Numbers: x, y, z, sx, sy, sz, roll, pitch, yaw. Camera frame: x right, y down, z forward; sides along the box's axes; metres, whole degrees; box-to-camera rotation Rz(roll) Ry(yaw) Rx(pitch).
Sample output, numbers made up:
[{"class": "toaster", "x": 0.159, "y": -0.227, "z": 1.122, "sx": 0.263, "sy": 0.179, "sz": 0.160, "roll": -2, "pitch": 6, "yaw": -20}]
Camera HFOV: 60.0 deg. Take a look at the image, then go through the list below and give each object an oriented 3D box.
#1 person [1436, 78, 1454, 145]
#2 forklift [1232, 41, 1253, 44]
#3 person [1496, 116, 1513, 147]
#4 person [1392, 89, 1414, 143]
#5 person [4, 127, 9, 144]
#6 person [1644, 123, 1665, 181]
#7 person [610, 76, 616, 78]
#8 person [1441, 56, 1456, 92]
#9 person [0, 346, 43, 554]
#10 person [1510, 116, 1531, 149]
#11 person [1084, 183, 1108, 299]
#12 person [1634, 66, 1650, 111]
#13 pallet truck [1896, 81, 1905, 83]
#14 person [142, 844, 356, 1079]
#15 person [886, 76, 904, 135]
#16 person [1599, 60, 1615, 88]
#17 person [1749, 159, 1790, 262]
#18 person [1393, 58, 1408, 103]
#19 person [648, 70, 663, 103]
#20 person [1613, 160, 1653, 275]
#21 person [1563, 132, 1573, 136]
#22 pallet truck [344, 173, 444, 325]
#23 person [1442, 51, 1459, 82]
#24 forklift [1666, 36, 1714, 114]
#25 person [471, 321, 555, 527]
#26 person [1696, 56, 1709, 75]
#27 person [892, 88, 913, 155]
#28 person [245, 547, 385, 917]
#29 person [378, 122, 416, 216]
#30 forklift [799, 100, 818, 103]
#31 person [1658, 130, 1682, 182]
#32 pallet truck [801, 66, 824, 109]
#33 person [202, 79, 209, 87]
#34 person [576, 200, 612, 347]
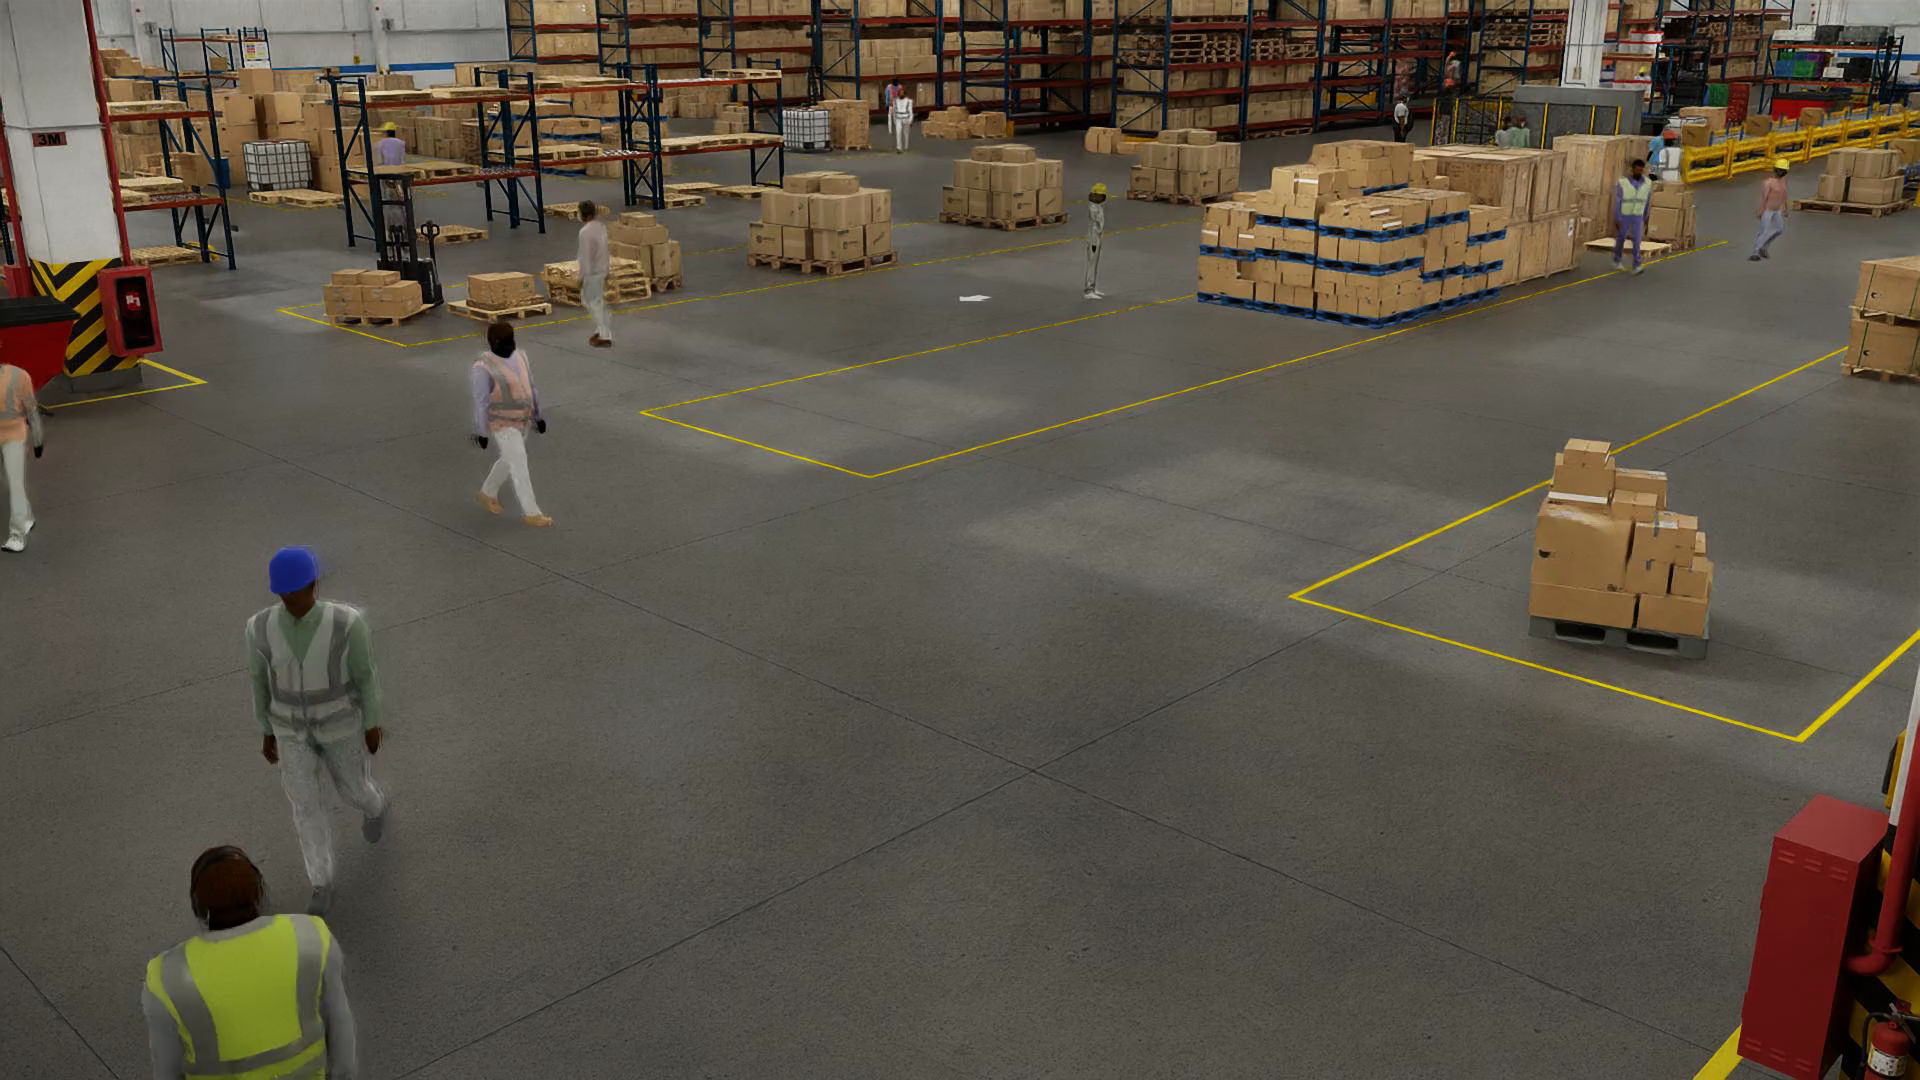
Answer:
[{"class": "person", "x": 14.420, "y": -12.661, "z": 49.314, "sx": 0.625, "sy": 1.991, "sz": 0.389, "roll": -14, "pitch": 23, "yaw": -37}, {"class": "forklift", "x": 9.481, "y": -15.641, "z": 56.906, "sx": 1.129, "sy": 2.768, "sz": 1.873, "roll": 17, "pitch": 25, "yaw": 41}, {"class": "person", "x": 11.985, "y": -8.391, "z": 36.688, "sx": 0.523, "sy": 1.848, "sz": 0.492, "roll": -14, "pitch": 23, "yaw": -37}, {"class": "person", "x": 11.604, "y": -10.784, "z": 43.585, "sx": 0.538, "sy": 2.000, "sz": 0.684, "roll": 2, "pitch": 18, "yaw": 6}, {"class": "person", "x": -23.767, "y": -10.194, "z": 42.008, "sx": 0.655, "sy": 1.918, "sz": 0.738, "roll": -14, "pitch": 23, "yaw": -36}, {"class": "person", "x": 15.435, "y": -8.390, "z": 36.926, "sx": 0.321, "sy": 1.686, "sz": 0.544, "roll": 16, "pitch": 24, "yaw": 39}, {"class": "person", "x": -11.915, "y": -15.206, "z": 57.551, "sx": 0.314, "sy": 1.629, "sz": 0.509, "roll": -15, "pitch": 24, "yaw": -39}, {"class": "person", "x": 19.909, "y": -18.788, "z": 67.949, "sx": 0.495, "sy": 1.883, "sz": 0.638, "roll": -10, "pitch": 21, "yaw": -28}, {"class": "person", "x": -8.028, "y": -0.848, "z": 13.915, "sx": 0.594, "sy": 1.873, "sz": 1.029, "roll": -3, "pitch": 19, "yaw": -8}, {"class": "person", "x": 13.416, "y": -9.311, "z": 39.820, "sx": 0.526, "sy": 1.593, "sz": 0.802, "roll": -4, "pitch": 19, "yaw": -11}, {"class": "person", "x": 2.078, "y": -4.539, "z": 25.248, "sx": 0.320, "sy": 1.737, "sz": 0.485, "roll": 4, "pitch": 19, "yaw": 11}, {"class": "person", "x": 24.800, "y": -16.321, "z": 60.626, "sx": 0.601, "sy": 1.816, "sz": 0.430, "roll": 12, "pitch": 22, "yaw": 31}, {"class": "pallet truck", "x": 34.802, "y": -16.331, "z": 61.455, "sx": 0.653, "sy": 1.274, "sz": 1.630, "roll": 17, "pitch": 25, "yaw": 41}, {"class": "person", "x": -2.384, "y": 1.905, "z": 5.686, "sx": 0.632, "sy": 1.831, "sz": 0.537, "roll": -12, "pitch": 22, "yaw": -32}, {"class": "person", "x": -2.080, "y": -13.989, "z": 53.551, "sx": 0.621, "sy": 1.845, "sz": 0.430, "roll": -6, "pitch": 19, "yaw": -18}, {"class": "person", "x": 24.891, "y": -17.564, "z": 64.228, "sx": 0.548, "sy": 1.891, "sz": 0.948, "roll": 17, "pitch": 25, "yaw": 42}, {"class": "person", "x": 13.980, "y": -5.669, "z": 28.636, "sx": 0.543, "sy": 1.745, "sz": 0.434, "roll": -9, "pitch": 20, "yaw": -25}, {"class": "person", "x": 17.817, "y": -18.566, "z": 67.319, "sx": 0.646, "sy": 1.869, "sz": 0.982, "roll": 15, "pitch": 24, "yaw": 38}, {"class": "person", "x": -10.314, "y": -14.964, "z": 56.385, "sx": 0.588, "sy": 1.911, "sz": 0.398, "roll": 7, "pitch": 20, "yaw": 21}, {"class": "person", "x": 11.097, "y": -5.338, "z": 27.467, "sx": 0.608, "sy": 1.860, "sz": 1.045, "roll": 1, "pitch": 18, "yaw": 2}, {"class": "person", "x": 11.964, "y": -7.103, "z": 32.819, "sx": 0.519, "sy": 1.841, "sz": 0.838, "roll": -16, "pitch": 24, "yaw": -40}, {"class": "pallet truck", "x": -8.209, "y": -4.181, "z": 23.757, "sx": 0.823, "sy": 1.965, "sz": 1.885, "roll": 3, "pitch": 19, "yaw": 9}, {"class": "person", "x": 20.492, "y": -19.399, "z": 69.606, "sx": 0.623, "sy": 1.998, "sz": 1.002, "roll": 16, "pitch": 24, "yaw": 40}, {"class": "forklift", "x": 27.341, "y": -17.291, "z": 61.877, "sx": 1.129, "sy": 2.768, "sz": 1.873, "roll": 17, "pitch": 25, "yaw": 41}, {"class": "person", "x": -3.994, "y": -1.042, "z": 14.609, "sx": 0.911, "sy": 1.807, "sz": 0.629, "roll": 7, "pitch": 20, "yaw": 21}, {"class": "person", "x": 32.687, "y": -20.464, "z": 73.294, "sx": 0.531, "sy": 1.692, "sz": 0.320, "roll": 7, "pitch": 20, "yaw": 20}, {"class": "person", "x": -1.631, "y": -11.961, "z": 47.476, "sx": 0.591, "sy": 1.832, "sz": 1.021, "roll": 1, "pitch": 18, "yaw": 4}, {"class": "person", "x": -3.280, "y": 0.905, "z": 8.557, "sx": 0.616, "sy": 1.923, "sz": 0.771, "roll": -2, "pitch": 18, "yaw": -6}, {"class": "person", "x": -11.722, "y": -7.715, "z": 34.580, "sx": 0.597, "sy": 1.887, "sz": 0.882, "roll": 2, "pitch": 18, "yaw": 5}, {"class": "forklift", "x": -6.755, "y": -19.159, "z": 67.506, "sx": 1.873, "sy": 2.768, "sz": 1.129, "roll": -7, "pitch": 20, "yaw": -20}, {"class": "person", "x": 13.756, "y": -7.040, "z": 32.517, "sx": 0.560, "sy": 1.903, "sz": 0.850, "roll": -5, "pitch": 19, "yaw": -16}, {"class": "pallet truck", "x": -4.812, "y": -15.182, "z": 56.903, "sx": 0.823, "sy": 1.965, "sz": 1.885, "roll": -9, "pitch": 21, "yaw": -26}, {"class": "person", "x": -25.176, "y": -14.576, "z": 55.665, "sx": 0.520, "sy": 1.627, "sz": 0.378, "roll": -7, "pitch": 19, "yaw": -19}, {"class": "person", "x": -4.825, "y": -3.469, "z": 21.739, "sx": 0.530, "sy": 1.921, "sz": 0.633, "roll": 1, "pitch": 18, "yaw": 4}]
